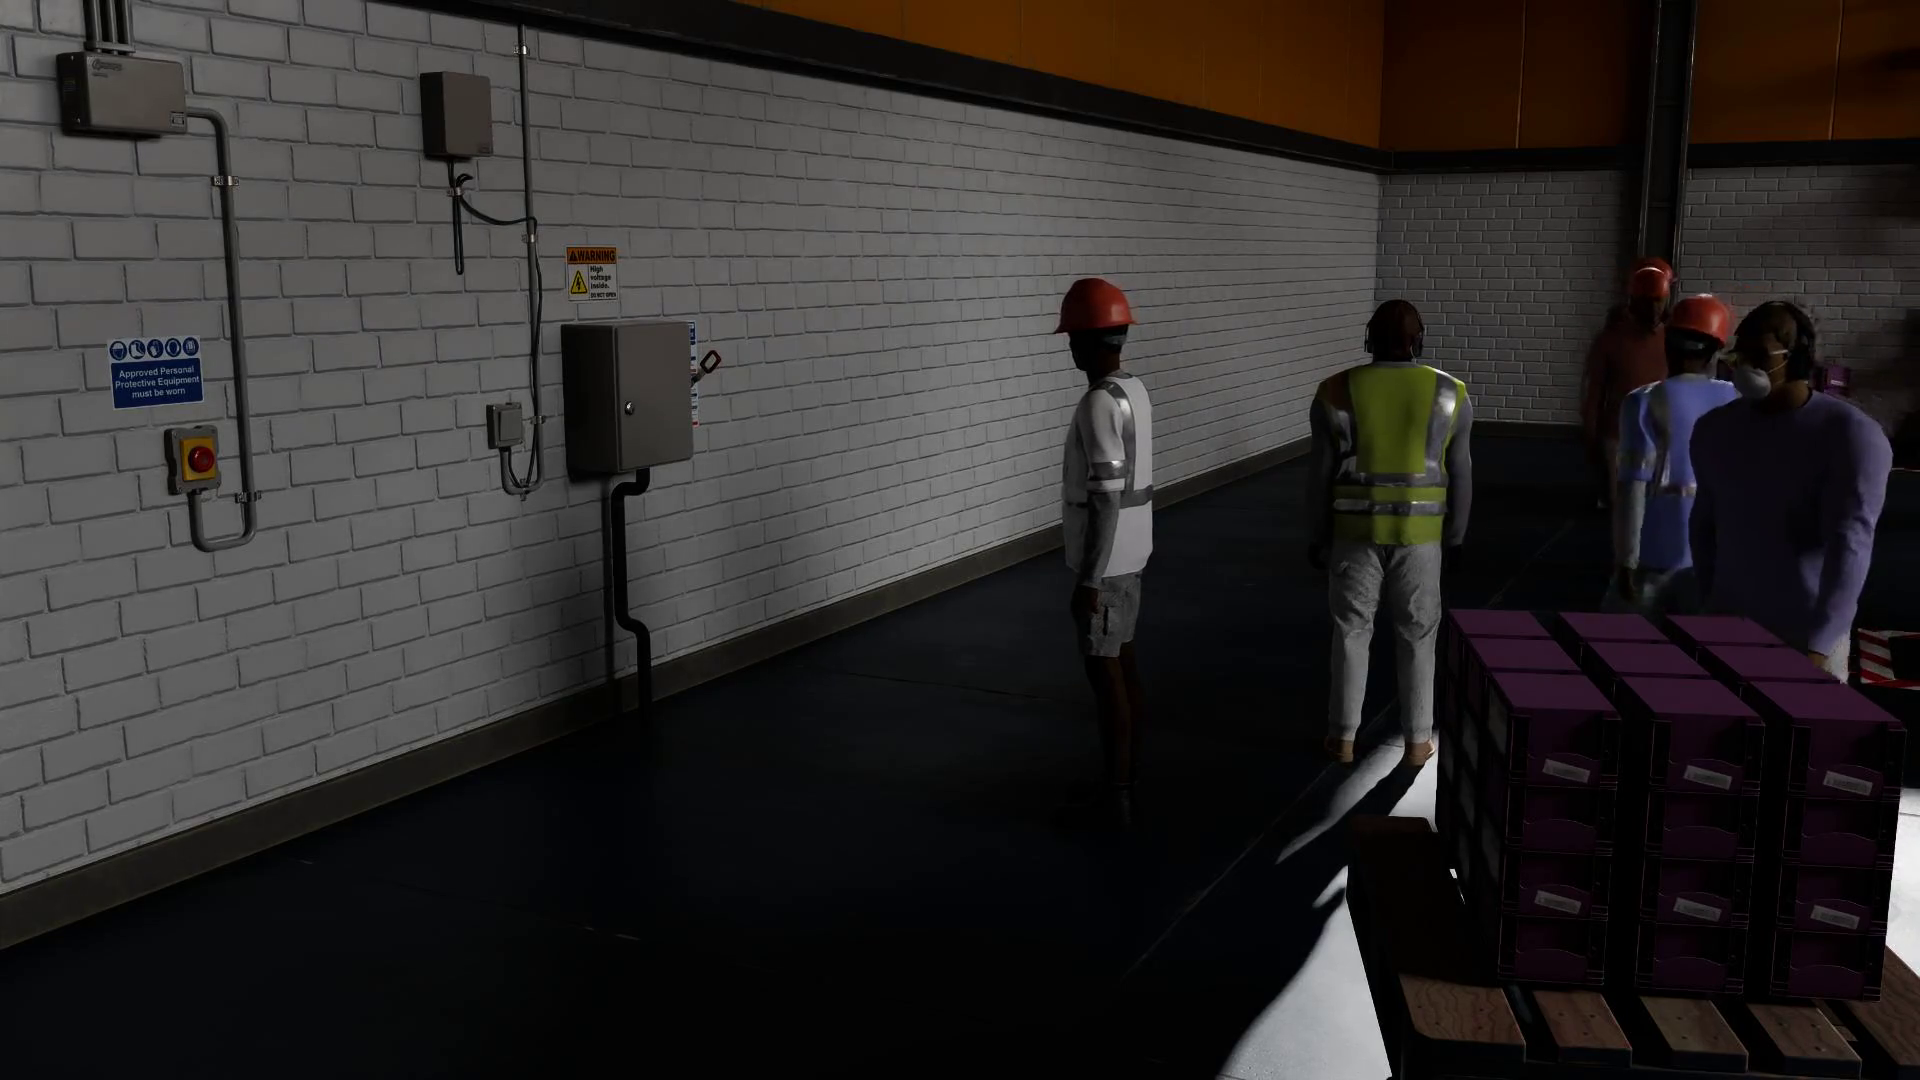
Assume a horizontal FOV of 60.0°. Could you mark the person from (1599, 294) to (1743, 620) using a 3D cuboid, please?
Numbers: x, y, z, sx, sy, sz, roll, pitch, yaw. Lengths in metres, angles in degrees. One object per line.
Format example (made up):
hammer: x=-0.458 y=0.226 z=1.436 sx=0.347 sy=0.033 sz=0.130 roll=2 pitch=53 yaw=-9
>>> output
person: x=2.713 y=0.014 z=6.316 sx=0.551 sy=1.867 sz=0.998 roll=-1 pitch=10 yaw=-3

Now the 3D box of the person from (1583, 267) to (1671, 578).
person: x=4.018 y=-0.615 z=9.761 sx=0.623 sy=1.935 sz=1.051 roll=1 pitch=10 yaw=5

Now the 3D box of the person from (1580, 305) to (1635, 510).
person: x=5.118 y=-1.017 z=12.972 sx=0.532 sy=1.609 sz=0.605 roll=2 pitch=10 yaw=11

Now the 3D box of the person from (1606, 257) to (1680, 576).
person: x=4.259 y=-0.748 z=10.339 sx=0.395 sy=1.994 sz=0.612 roll=4 pitch=11 yaw=22

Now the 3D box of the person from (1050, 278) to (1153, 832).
person: x=0.485 y=0.057 z=5.848 sx=0.367 sy=1.932 sz=0.551 roll=3 pitch=10 yaw=18

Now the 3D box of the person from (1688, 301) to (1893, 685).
person: x=2.349 y=0.251 z=4.884 sx=1.016 sy=1.883 sz=0.634 roll=-6 pitch=12 yaw=-33

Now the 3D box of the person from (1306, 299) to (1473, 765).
person: x=1.685 y=-0.023 z=6.581 sx=0.633 sy=1.842 sz=0.429 roll=2 pitch=10 yaw=11
